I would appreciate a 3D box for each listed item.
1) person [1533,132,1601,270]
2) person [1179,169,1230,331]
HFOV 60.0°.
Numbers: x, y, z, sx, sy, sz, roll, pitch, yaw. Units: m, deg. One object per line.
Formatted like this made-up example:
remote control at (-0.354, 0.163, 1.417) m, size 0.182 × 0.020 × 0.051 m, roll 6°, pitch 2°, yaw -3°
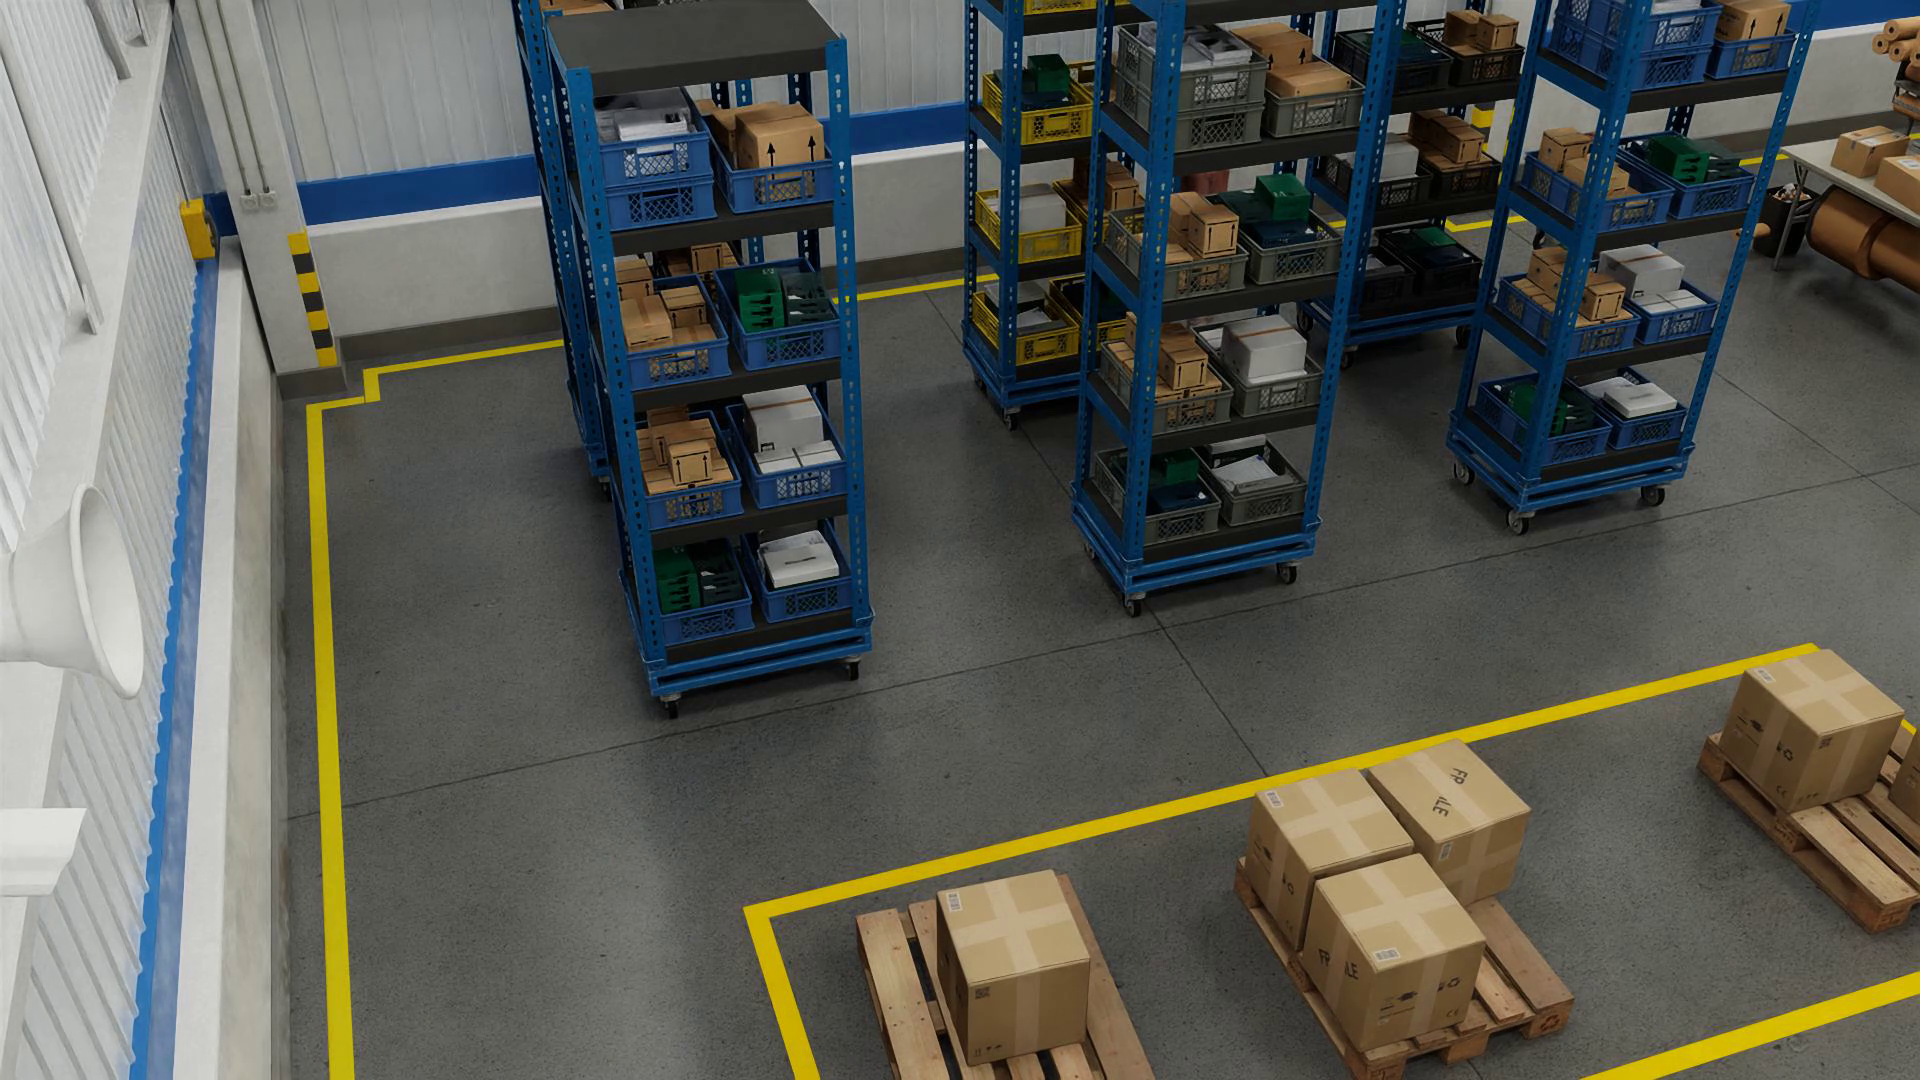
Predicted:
person at (4.355, -2.134, 11.886) m, size 0.518 × 1.632 × 0.314 m, roll 24°, pitch 42°, yaw 30°
person at (1.668, -2.192, 11.654) m, size 0.380 × 1.996 × 0.608 m, roll 15°, pitch 38°, yaw 20°
